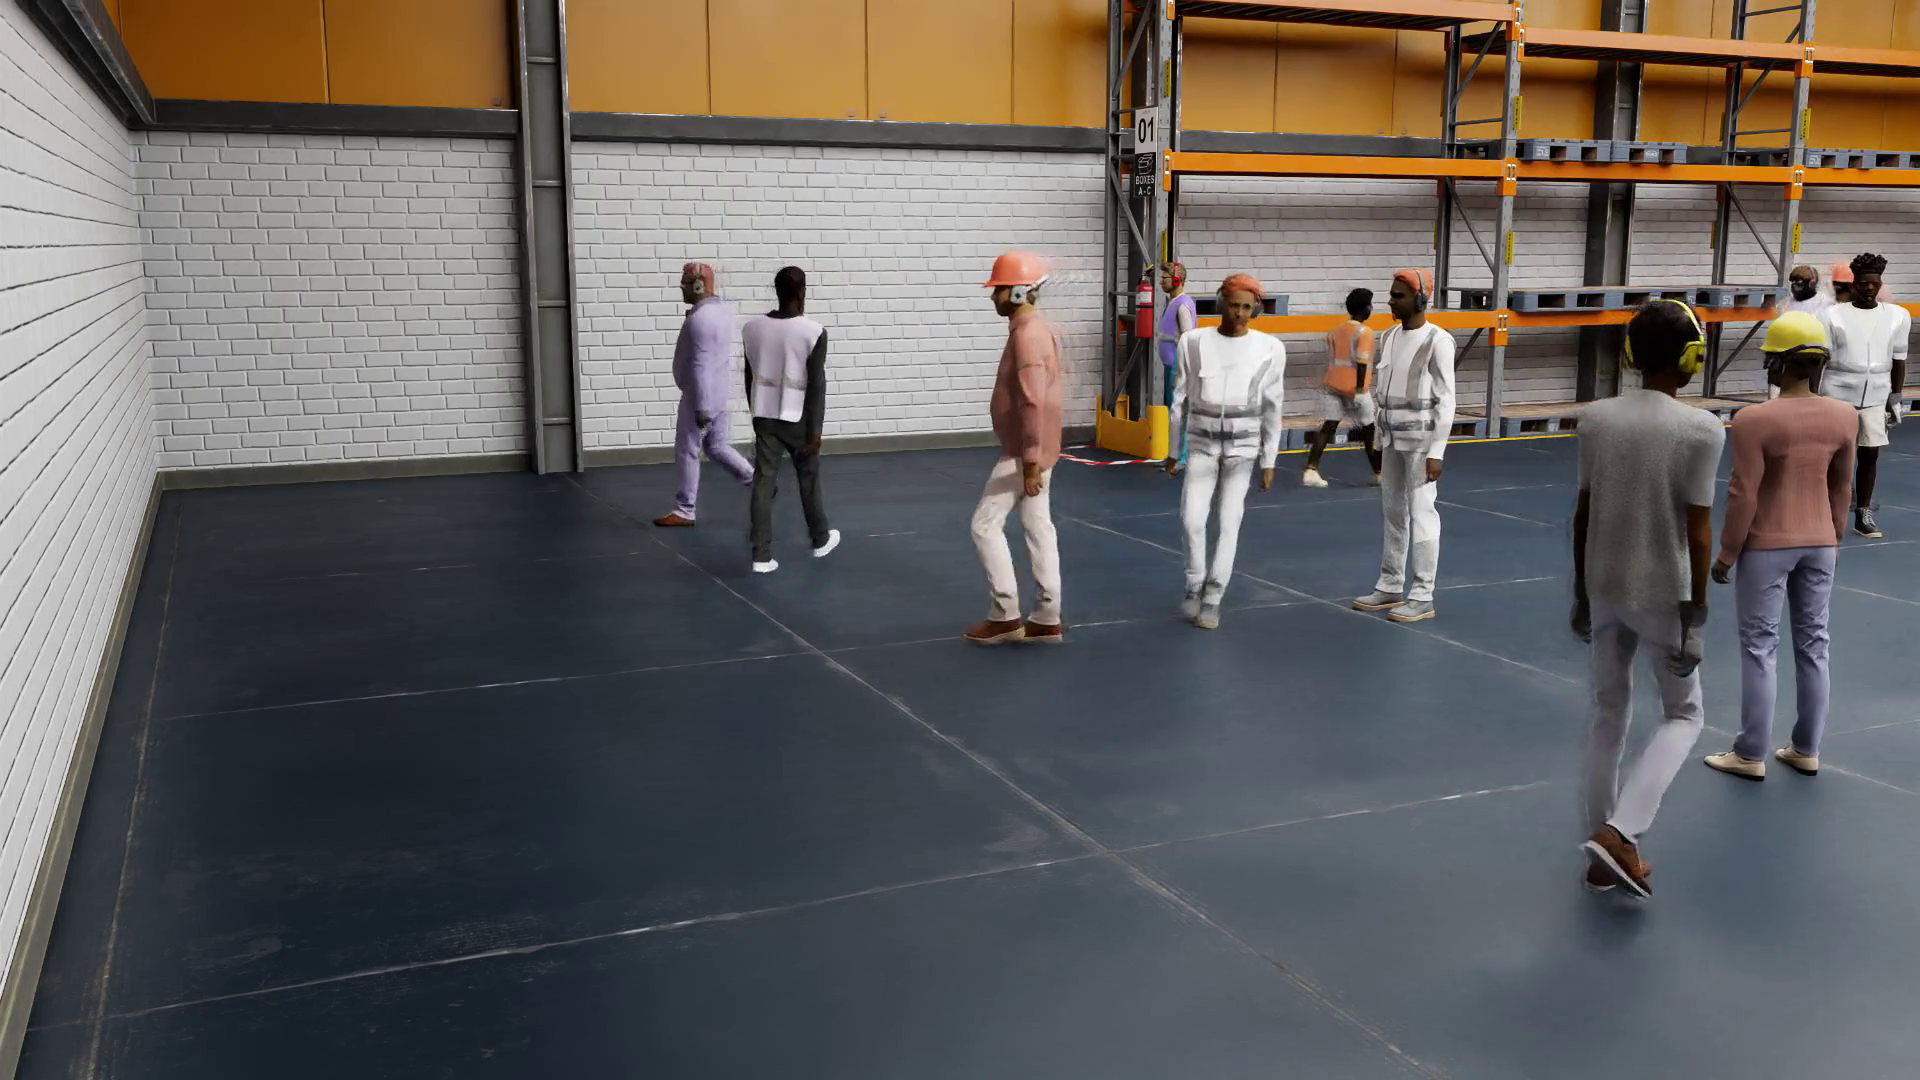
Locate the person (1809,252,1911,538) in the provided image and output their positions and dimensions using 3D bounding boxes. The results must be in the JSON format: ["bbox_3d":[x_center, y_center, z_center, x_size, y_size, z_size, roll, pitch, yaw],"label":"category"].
[{"bbox_3d":[6.100,-0.971,11.335,0.621,1.953,0.394,2,10,9],"label":"person"}]

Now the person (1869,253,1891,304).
[{"bbox_3d":[9.288,-1.981,17.074,0.409,1.908,0.647,-3,11,-18],"label":"person"}]

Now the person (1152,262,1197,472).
[{"bbox_3d":[1.928,-1.520,14.668,0.387,1.845,0.565,0,10,-3],"label":"person"}]

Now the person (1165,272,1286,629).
[{"bbox_3d":[1.370,-0.451,8.648,0.604,1.864,0.424,2,10,11],"label":"person"}]

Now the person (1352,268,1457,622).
[{"bbox_3d":[2.403,-0.506,8.919,0.361,1.882,0.575,-4,11,-21],"label":"person"}]

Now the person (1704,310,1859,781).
[{"bbox_3d":[3.086,0.029,6.262,0.523,1.769,0.316,-2,10,-12],"label":"person"}]

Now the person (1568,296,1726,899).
[{"bbox_3d":[2.069,0.193,5.102,0.432,1.859,0.509,-8,13,-37],"label":"person"}]

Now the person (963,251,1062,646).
[{"bbox_3d":[0.237,-0.446,8.329,0.660,1.969,0.639,1,10,8],"label":"person"}]

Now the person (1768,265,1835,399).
[{"bbox_3d":[7.435,-1.512,14.689,0.652,1.822,0.643,-7,12,-33],"label":"person"}]

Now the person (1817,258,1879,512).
[{"bbox_3d":[6.466,-1.152,12.474,0.886,1.912,0.560,1,10,8],"label":"person"}]

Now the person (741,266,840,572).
[{"bbox_3d":[-1.071,-0.761,10.382,0.606,1.864,0.995,3,11,18],"label":"person"}]

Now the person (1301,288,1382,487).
[{"bbox_3d":[3.216,-1.242,13.678,0.889,1.648,0.542,-4,11,-23],"label":"person"}]

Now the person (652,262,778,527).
[{"bbox_3d":[-1.759,-1.020,11.766,0.802,1.883,0.650,1,10,7],"label":"person"}]
